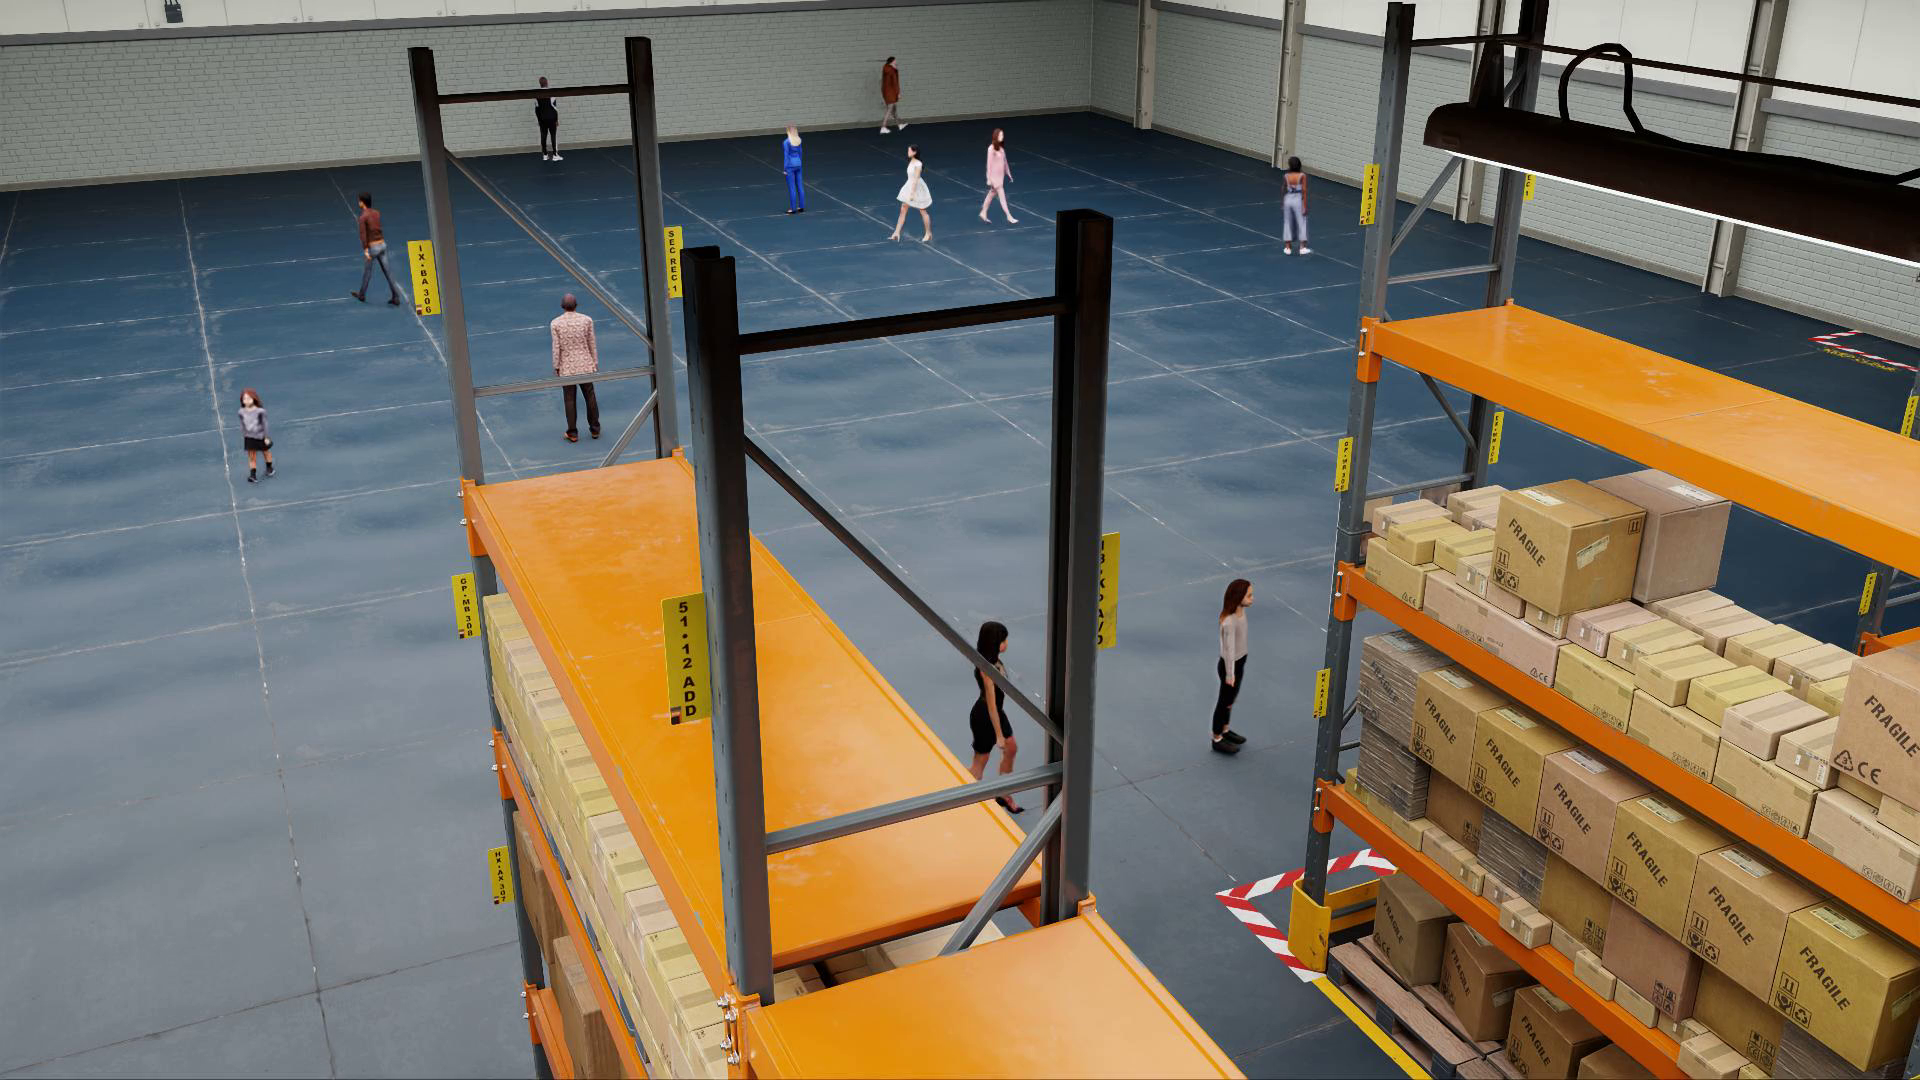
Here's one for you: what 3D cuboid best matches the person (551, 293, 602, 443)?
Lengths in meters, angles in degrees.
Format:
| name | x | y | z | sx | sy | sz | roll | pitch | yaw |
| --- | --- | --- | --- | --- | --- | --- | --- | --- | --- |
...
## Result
| name | x | y | z | sx | sy | sz | roll | pitch | yaw |
| --- | --- | --- | --- | --- | --- | --- | --- | --- | --- |
| person | -4.614 | -2.083 | 19.998 | 0.676 | 1.806 | 0.582 | -9 | 25 | -21 |

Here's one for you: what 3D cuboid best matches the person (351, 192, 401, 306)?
| name | x | y | z | sx | sy | sz | roll | pitch | yaw |
| --- | --- | --- | --- | --- | --- | --- | --- | --- | --- |
| person | -8.950 | -4.459 | 25.681 | 1.206 | 1.729 | 1.078 | 12 | 26 | 26 |

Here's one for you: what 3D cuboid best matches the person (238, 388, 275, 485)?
| name | x | y | z | sx | sy | sz | roll | pitch | yaw |
| --- | --- | --- | --- | --- | --- | --- | --- | --- | --- |
| person | -7.961 | -1.206 | 18.874 | 0.638 | 1.072 | 0.836 | -2 | 23 | -5 |

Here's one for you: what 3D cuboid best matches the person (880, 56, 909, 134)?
| name | x | y | z | sx | sy | sz | roll | pitch | yaw |
| --- | --- | --- | --- | --- | --- | --- | --- | --- | --- |
| person | -1.768 | -10.815 | 40.555 | 0.821 | 1.787 | 1.047 | -13 | 26 | -28 |

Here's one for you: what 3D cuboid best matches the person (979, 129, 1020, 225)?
| name | x | y | z | sx | sy | sz | roll | pitch | yaw |
| --- | --- | --- | --- | --- | --- | --- | --- | --- | --- |
| person | 0.613 | -6.763 | 31.072 | 1.213 | 1.751 | 1.021 | 14 | 27 | 30 |

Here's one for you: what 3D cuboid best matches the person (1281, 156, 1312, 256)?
| name | x | y | z | sx | sy | sz | roll | pitch | yaw |
| --- | --- | --- | --- | --- | --- | --- | --- | --- | --- |
| person | 5.812 | -5.777 | 28.862 | 0.833 | 1.667 | 0.898 | 15 | 27 | 32 |

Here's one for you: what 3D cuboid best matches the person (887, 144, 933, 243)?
| name | x | y | z | sx | sy | sz | roll | pitch | yaw |
| --- | --- | --- | --- | --- | --- | --- | --- | --- | --- |
| person | -0.700 | -6.149 | 29.642 | 0.690 | 1.740 | 0.991 | -11 | 25 | -23 |

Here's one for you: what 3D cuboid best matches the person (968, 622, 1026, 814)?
| name | x | y | z | sx | sy | sz | roll | pitch | yaw |
| --- | --- | --- | --- | --- | --- | --- | --- | --- | --- |
| person | 0.123 | 1.338 | 12.177 | 0.818 | 1.631 | 0.765 | 3 | 23 | 8 |

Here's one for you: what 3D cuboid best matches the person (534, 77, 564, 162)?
| name | x | y | z | sx | sy | sz | roll | pitch | yaw |
| --- | --- | --- | --- | --- | --- | --- | --- | --- | --- |
| person | -9.259 | -9.445 | 37.280 | 0.737 | 1.830 | 0.755 | 4 | 23 | 10 |

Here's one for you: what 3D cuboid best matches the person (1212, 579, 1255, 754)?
| name | x | y | z | sx | sy | sz | roll | pitch | yaw |
| --- | --- | --- | --- | --- | --- | --- | --- | --- | --- |
| person | 2.151 | 0.981 | 13.205 | 0.655 | 1.483 | 0.595 | 8 | 24 | 18 |

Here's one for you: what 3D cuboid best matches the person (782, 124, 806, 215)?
| name | x | y | z | sx | sy | sz | roll | pitch | yaw |
| --- | --- | --- | --- | --- | --- | --- | --- | --- | --- |
| person | -3.204 | -7.167 | 32.089 | 0.681 | 1.699 | 0.693 | 18 | 29 | 36 |
